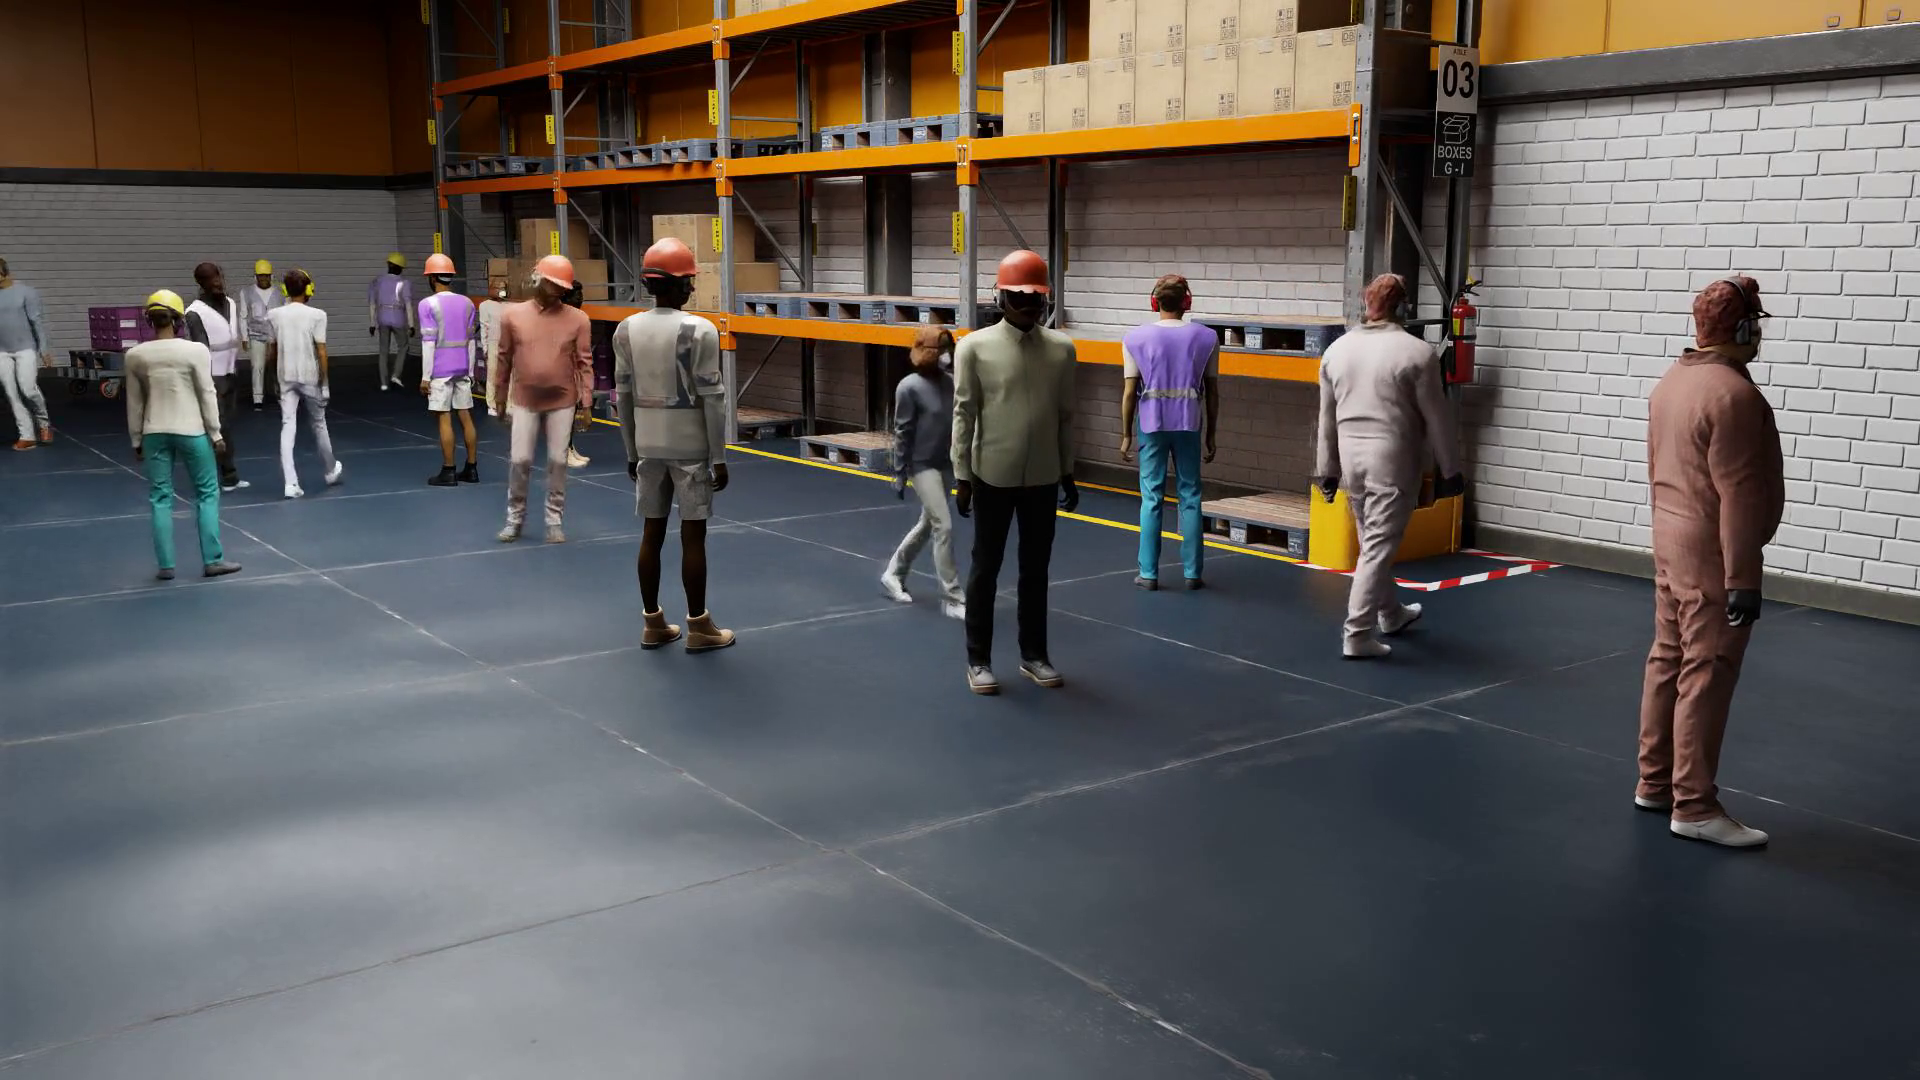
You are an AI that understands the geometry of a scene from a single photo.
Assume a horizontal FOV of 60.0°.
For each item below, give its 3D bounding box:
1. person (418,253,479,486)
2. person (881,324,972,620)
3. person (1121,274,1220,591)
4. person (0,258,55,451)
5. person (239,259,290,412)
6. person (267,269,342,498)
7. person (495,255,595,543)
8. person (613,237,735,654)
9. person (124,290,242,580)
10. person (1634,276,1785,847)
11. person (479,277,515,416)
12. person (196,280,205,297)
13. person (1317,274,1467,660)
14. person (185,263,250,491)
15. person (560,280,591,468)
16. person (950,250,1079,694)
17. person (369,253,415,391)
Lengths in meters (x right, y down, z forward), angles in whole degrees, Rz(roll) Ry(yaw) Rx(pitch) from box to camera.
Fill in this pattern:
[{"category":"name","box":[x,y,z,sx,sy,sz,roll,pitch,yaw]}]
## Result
[{"category":"person","box":[-4.305,-1.417,13.920,0.373,1.934,0.552,6,12,32]},{"category":"person","box":[-0.175,-0.392,9.120,0.810,1.597,0.508,9,13,41]},{"category":"person","box":[1.218,-0.613,9.681,0.565,1.841,0.387,0,10,0]},{"category":"person","box":[-9.272,-1.831,16.358,0.677,1.903,0.554,1,10,3]},{"category":"person","box":[-8.367,-2.463,20.076,0.600,1.827,0.404,-5,11,-27]},{"category":"person","box":[-5.323,-1.273,13.485,0.501,1.805,1.021,-1,10,-4]},{"category":"person","box":[-2.771,-0.928,11.143,0.647,1.946,0.517,-2,10,-12]},{"category":"person","box":[-1.406,-0.456,8.227,0.607,2.048,0.370,5,11,24]},{"category":"person","box":[-4.720,-0.626,10.041,0.555,1.744,0.376,0,10,1]},{"category":"person","box":[2.574,0.067,5.671,0.410,1.913,0.651,0,10,1]},{"category":"person","box":[-5.416,-2.275,19.601,0.493,1.625,0.281,-9,14,-41]},{"category":"person","box":[-11.280,-3.229,24.955,0.287,1.620,0.502,-5,11,-25]},{"category":"person","box":[2.170,-0.365,8.225,0.849,1.871,0.649,-7,12,-35]},{"category":"person","box":[-5.996,-1.295,13.437,0.381,1.875,0.741,1,10,3]},{"category":"person","box":[-3.526,-1.508,15.093,0.317,1.697,0.540,-1,10,-5]},{"category":"person","box":[0.263,-0.301,7.510,0.623,1.989,0.400,-4,11,-23]},{"category":"person","box":[-7.819,-2.992,22.870,0.703,1.881,0.527,1,10,6]}]
